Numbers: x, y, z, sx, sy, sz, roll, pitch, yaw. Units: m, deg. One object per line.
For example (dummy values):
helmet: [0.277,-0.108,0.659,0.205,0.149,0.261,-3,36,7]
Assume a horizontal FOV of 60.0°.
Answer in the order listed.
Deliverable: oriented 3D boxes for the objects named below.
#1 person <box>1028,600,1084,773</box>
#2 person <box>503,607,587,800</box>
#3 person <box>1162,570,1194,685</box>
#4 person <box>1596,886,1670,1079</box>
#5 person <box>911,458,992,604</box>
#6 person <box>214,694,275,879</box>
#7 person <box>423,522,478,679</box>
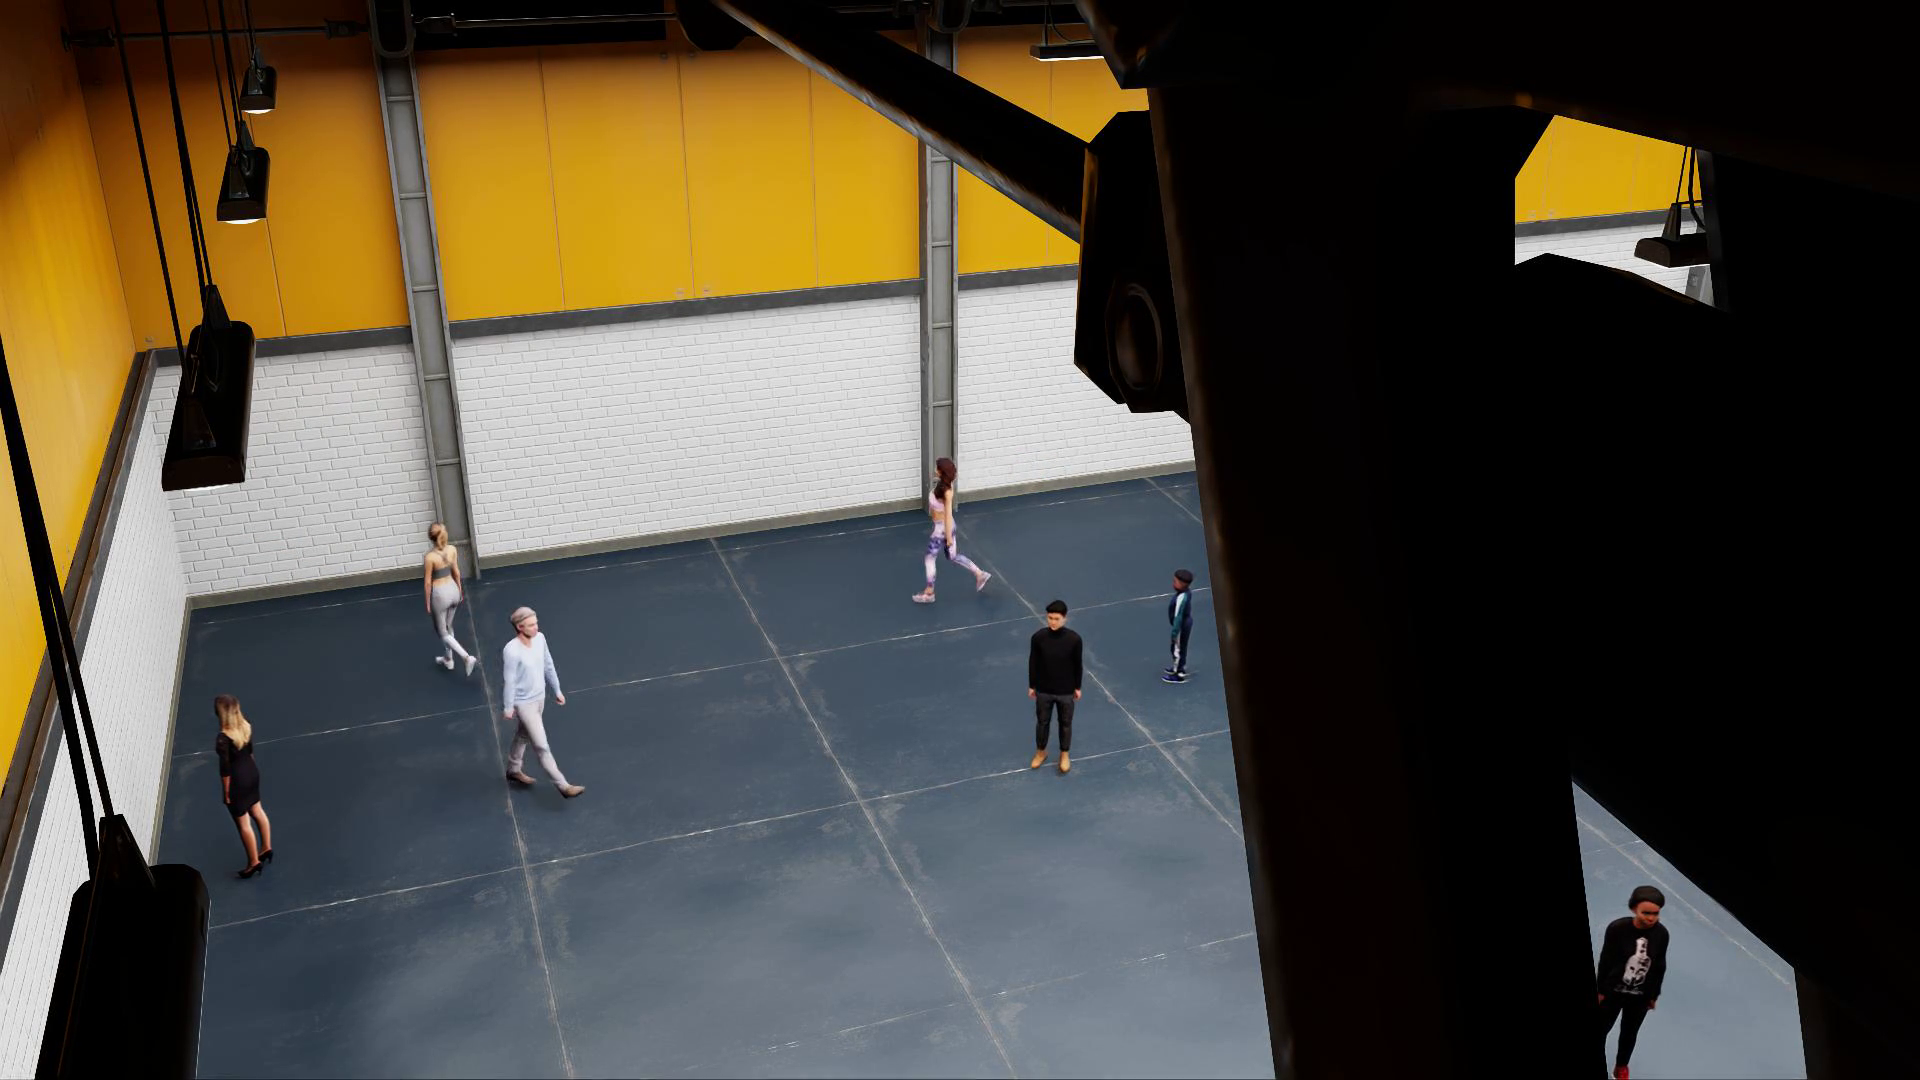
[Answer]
person: [0.891,1.337,15.479,0.653,1.723,0.783,4,24,10]
person: [-3.975,1.460,15.044,1.258,1.845,1.173,10,25,21]
person: [2.277,0.873,17.122,0.632,1.256,0.583,8,25,17]
person: [4.610,3.096,11.515,0.625,1.674,0.735,3,24,7]
person: [-0.100,-0.107,18.759,1.208,1.742,0.844,-1,24,-2]
person: [-6.008,2.043,13.923,0.618,1.675,0.616,4,24,9]
person: [-5.268,0.639,17.124,0.951,1.684,0.988,17,29,34]
